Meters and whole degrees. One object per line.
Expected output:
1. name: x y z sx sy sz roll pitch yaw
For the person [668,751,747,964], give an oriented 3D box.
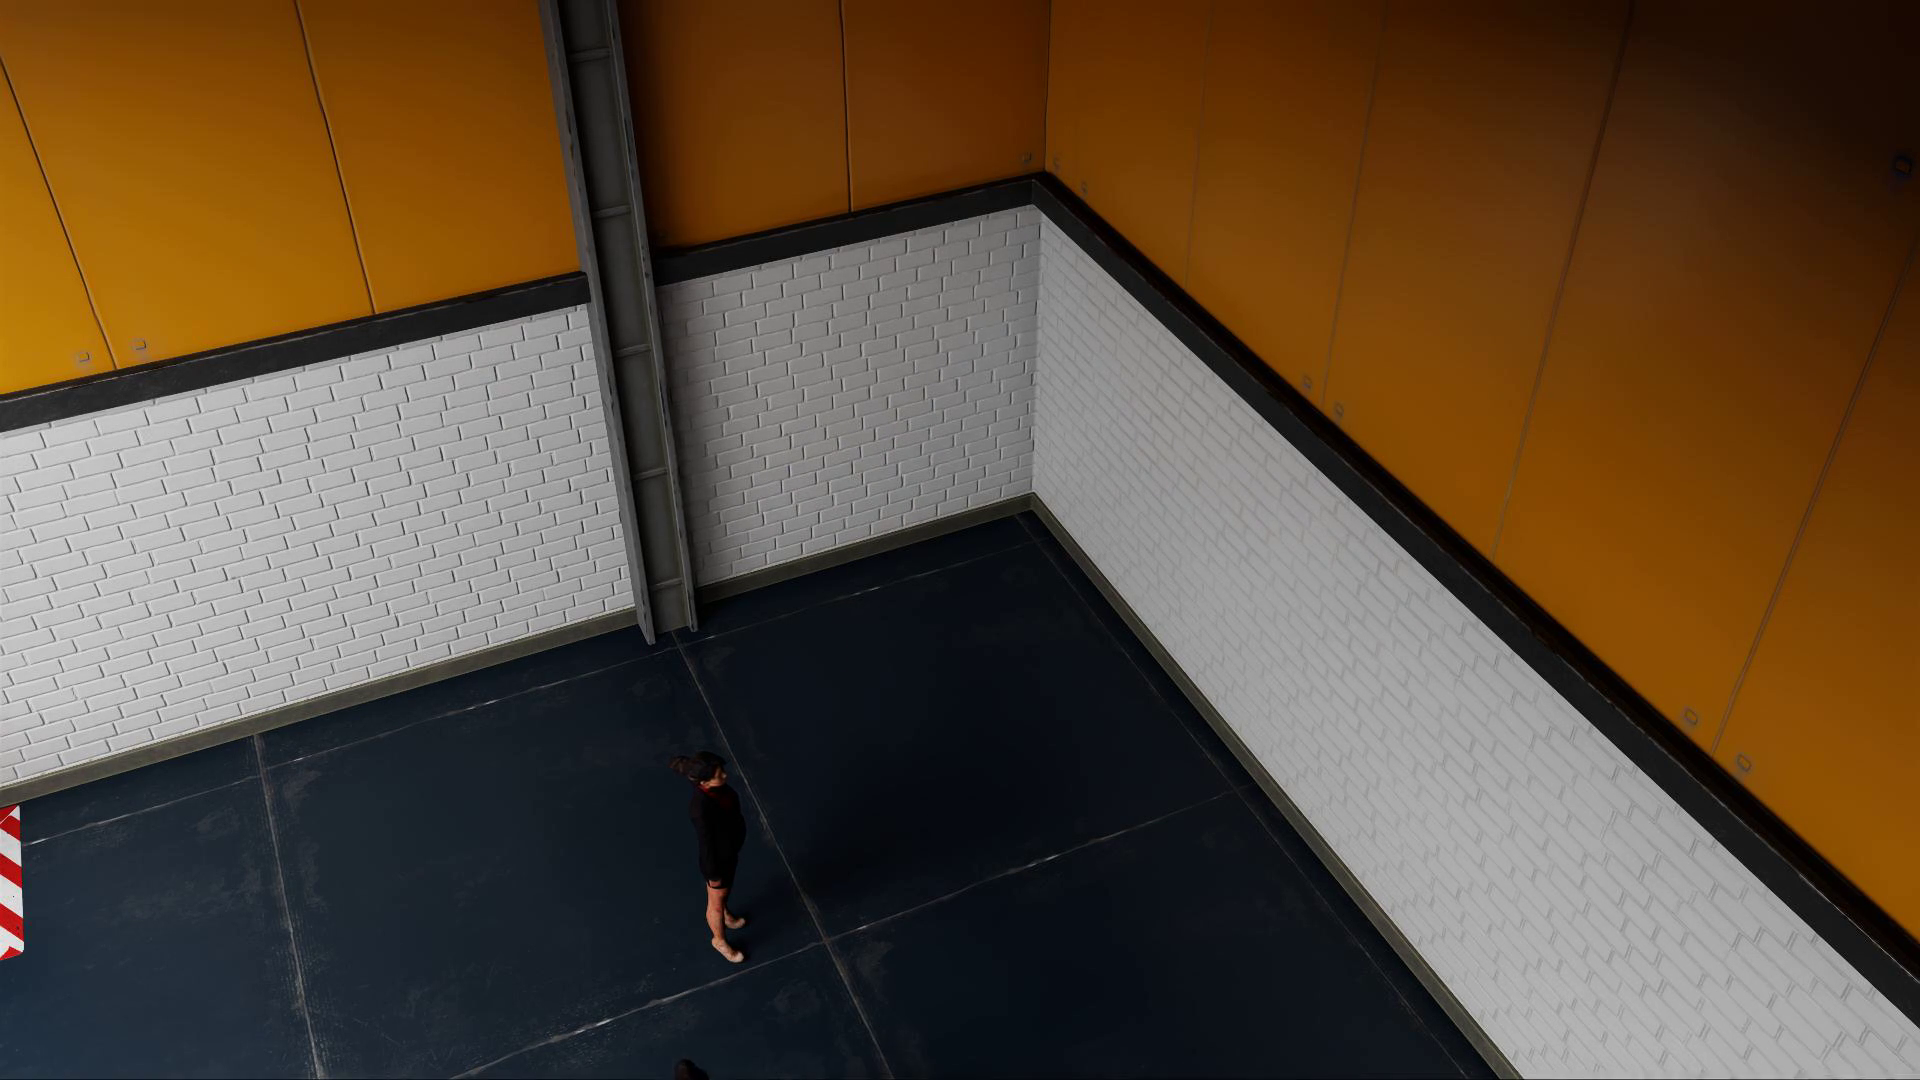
1. person: -1.431 1.855 9.829 0.725 1.640 0.670 -1 39 -2
